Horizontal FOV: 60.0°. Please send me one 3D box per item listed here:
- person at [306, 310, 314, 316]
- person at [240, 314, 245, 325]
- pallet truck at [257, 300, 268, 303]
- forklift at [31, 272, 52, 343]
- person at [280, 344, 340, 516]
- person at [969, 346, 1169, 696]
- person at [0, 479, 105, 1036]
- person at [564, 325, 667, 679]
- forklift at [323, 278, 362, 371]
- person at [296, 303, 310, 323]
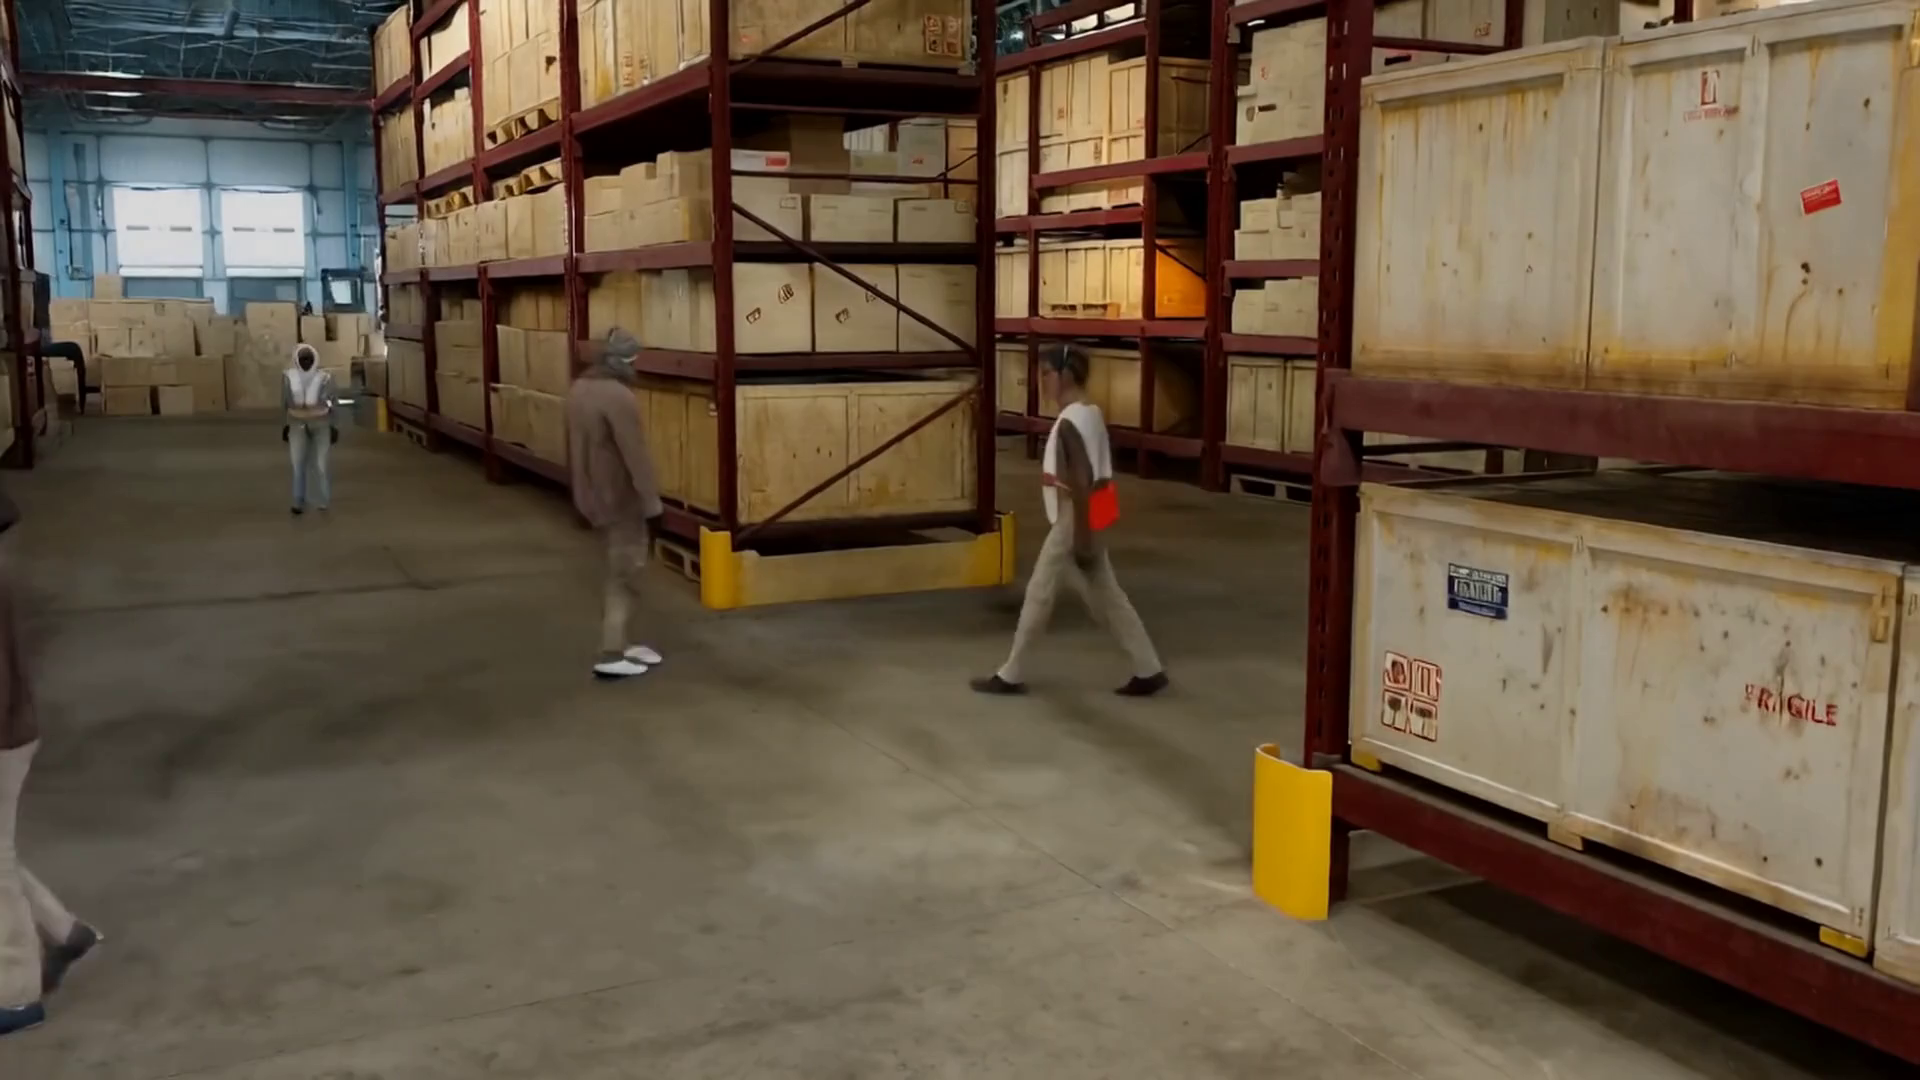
[{"bbox_3d":[-23.880,-7.678,61.365,0.522,1.613,0.719,4,9,24],"label":"person"},{"bbox_3d":[-20.523,-5.914,48.193,0.640,1.920,0.833,-7,11,-39],"label":"person"},{"bbox_3d":[-23.913,-7.404,58.171,1.885,1.965,0.823,-1,8,-9],"label":"pallet truck"},{"bbox_3d":[-27.991,-6.737,50.544,1.873,2.768,1.129,1,8,5],"label":"forklift"},{"bbox_3d":[-6.054,-1.018,15.494,0.537,1.594,0.834,-2,8,-13],"label":"person"},{"bbox_3d":[0.591,-0.078,8.375,1.007,1.795,0.581,2,9,15],"label":"person"},{"bbox_3d":[-2.659,0.563,4.521,0.364,1.617,0.518,-4,9,-26],"label":"person"},{"bbox_3d":[-1.741,-0.203,8.904,0.628,1.874,0.674,-6,10,-37],"label":"person"},{"bbox_3d":[-16.624,-5.900,44.776,1.129,2.768,1.873,-5,9,-29],"label":"forklift"},{"bbox_3d":[-22.166,-7.039,56.087,0.585,1.866,0.465,5,9,29],"label":"person"}]
